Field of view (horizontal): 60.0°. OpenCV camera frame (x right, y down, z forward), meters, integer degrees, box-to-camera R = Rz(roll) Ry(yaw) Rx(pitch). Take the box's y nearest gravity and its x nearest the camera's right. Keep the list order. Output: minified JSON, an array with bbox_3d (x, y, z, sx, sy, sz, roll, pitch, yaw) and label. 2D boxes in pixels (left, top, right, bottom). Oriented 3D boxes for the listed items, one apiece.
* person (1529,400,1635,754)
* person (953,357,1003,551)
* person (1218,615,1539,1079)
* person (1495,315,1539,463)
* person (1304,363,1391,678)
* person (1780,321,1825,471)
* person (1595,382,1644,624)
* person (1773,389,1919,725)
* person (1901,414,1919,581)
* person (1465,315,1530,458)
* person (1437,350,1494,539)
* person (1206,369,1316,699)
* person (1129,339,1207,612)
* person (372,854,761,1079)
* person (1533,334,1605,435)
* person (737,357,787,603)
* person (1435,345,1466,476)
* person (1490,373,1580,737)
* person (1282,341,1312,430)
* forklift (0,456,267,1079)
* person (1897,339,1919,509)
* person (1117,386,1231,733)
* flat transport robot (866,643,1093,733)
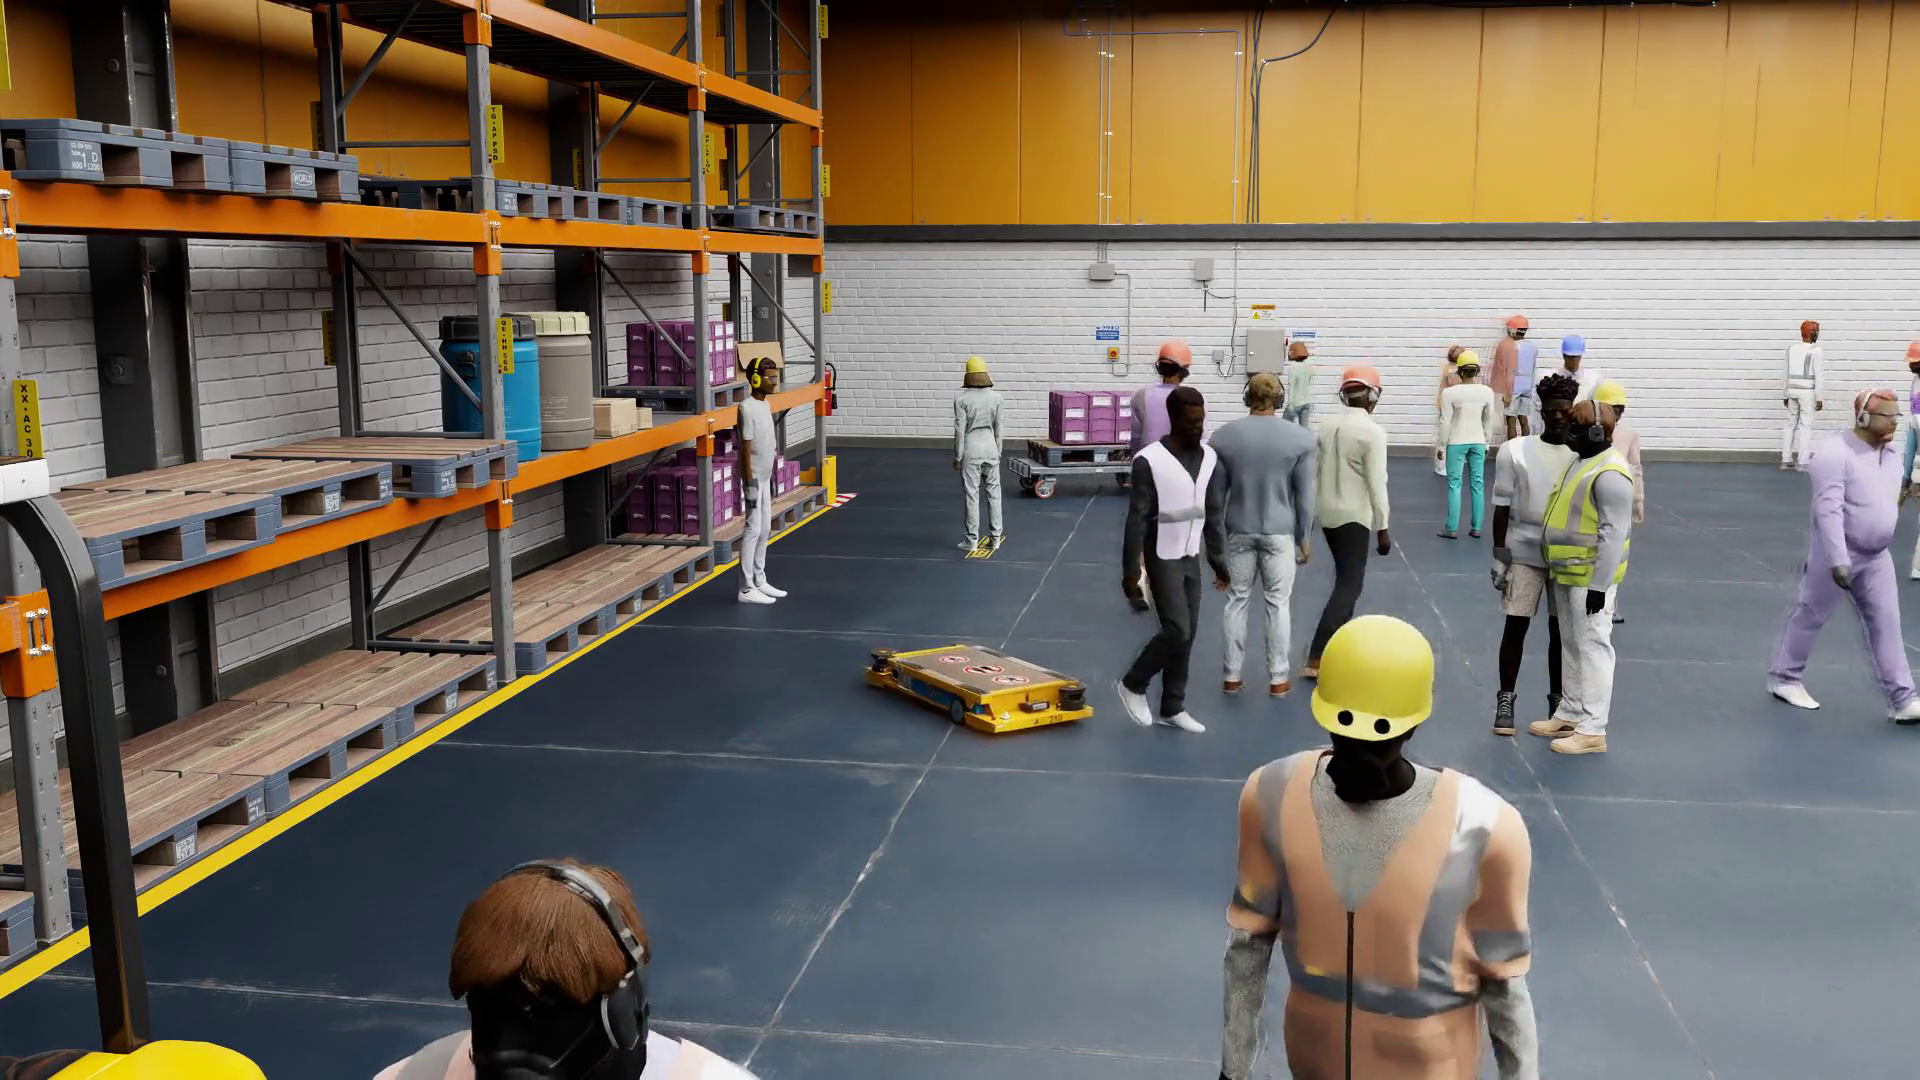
[{"bbox_3d":[3.257,0.189,8.704,0.429,1.842,0.625,0,9,2],"label":"person"},{"bbox_3d":[0.156,-0.773,14.944,0.484,1.739,0.313,-4,10,-24],"label":"person"},{"bbox_3d":[0.781,1.060,3.275,0.639,1.857,1.041,7,11,36],"label":"person"},{"bbox_3d":[7.191,-1.938,21.518,0.543,1.939,0.356,-5,10,-28],"label":"person"},{"bbox_3d":[2.376,-0.122,10.337,0.644,1.943,0.679,-3,10,-16],"label":"person"},{"bbox_3d":[10.567,-1.802,20.842,0.340,1.883,0.585,-3,10,-19],"label":"person"},{"bbox_3d":[4.629,-0.282,11.985,0.547,1.716,0.930,-2,9,-10],"label":"person"},{"bbox_3d":[5.004,0.092,9.253,0.653,1.854,0.982,-3,10,-19],"label":"person"},{"bbox_3d":[8.023,-0.479,13.566,0.830,1.602,0.535,-5,10,-29],"label":"person"},{"bbox_3d":[6.974,-1.949,21.582,0.916,1.951,0.662,1,9,8],"label":"person"},{"bbox_3d":[4.717,-0.886,15.560,0.525,1.769,0.313,-2,9,-10],"label":"person"},{"bbox_3d":[1.760,-0.032,9.766,0.637,1.934,0.357,3,10,20],"label":"person"},{"bbox_3d":[1.514,-0.478,12.314,0.609,2.014,0.914,4,10,23],"label":"person"},{"bbox_3d":[-0.468,1.273,2.045,0.632,1.836,0.429,2,9,11],"label":"person"},{"bbox_3d":[5.645,-0.928,15.367,0.608,1.917,0.744,1,9,7],"label":"person"},{"bbox_3d":[-1.518,-0.451,12.597,0.321,1.861,0.514,2,9,13],"label":"person"},{"bbox_3d":[6.007,-1.590,20.375,0.340,1.610,0.667,2,9,13],"label":"person"},{"bbox_3d":[3.162,0.088,8.952,0.603,1.960,0.372,2,9,11],"label":"person"},{"bbox_3d":[4.203,-1.710,21.134,0.511,1.611,0.697,-8,12,-40],"label":"person"},{"bbox_3d":[-2.328,0.975,2.765,2.313,2.155,1.214,1,9,9],"label":"forklift"},{"bbox_3d":[9.221,-0.981,15.880,1.050,1.847,0.549,0,9,0],"label":"person"},{"bbox_3d":[1.157,0.113,8.980,0.444,1.901,0.615,9,13,44],"label":"person"},{"bbox_3d":[0.083,0.825,9.605,0.652,0.197,1.431,-6,11,-32],"label":"flat transport robot"}]
